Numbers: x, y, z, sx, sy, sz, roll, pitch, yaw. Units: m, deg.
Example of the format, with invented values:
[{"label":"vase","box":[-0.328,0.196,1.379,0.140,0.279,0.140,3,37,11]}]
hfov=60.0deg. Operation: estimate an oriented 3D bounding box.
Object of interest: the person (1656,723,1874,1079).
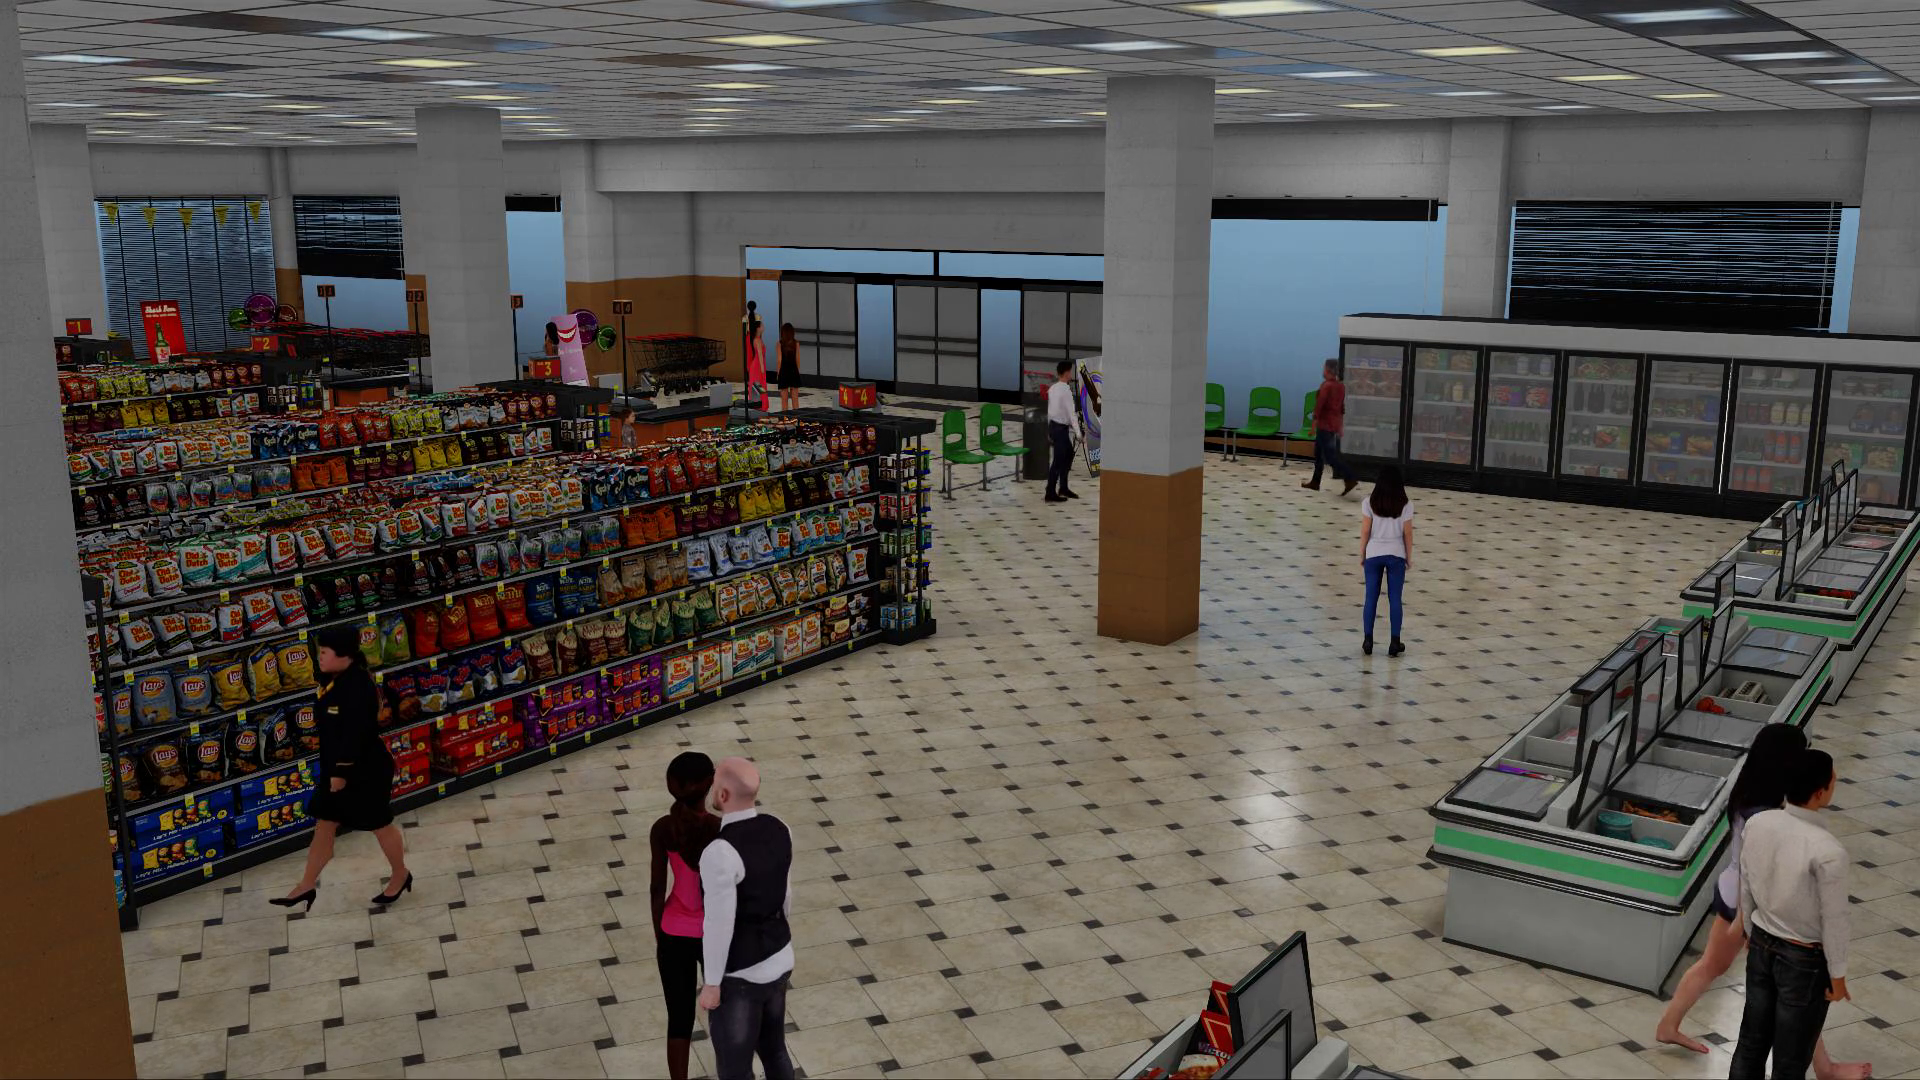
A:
[{"label":"person","box":[3.554,1.659,7.650,0.834,1.651,1.107,5,13,22]}]

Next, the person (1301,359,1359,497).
[{"label":"person","box":[4.975,-1.472,22.170,0.838,1.794,1.150,10,16,40]}]

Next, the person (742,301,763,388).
[{"label":"person","box":[-4.298,-4.076,34.540,0.636,1.793,0.741,-5,13,-23]}]

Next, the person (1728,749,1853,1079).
[{"label":"person","box":[3.436,1.734,6.906,0.760,1.811,0.744,-4,13,-20]}]

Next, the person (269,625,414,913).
[{"label":"person","box":[-3.331,1.298,9.388,1.070,1.641,0.825,-11,16,-42]}]

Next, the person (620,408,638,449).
[{"label":"person","box":[-4.429,-1.173,22.209,0.612,1.194,0.555,-2,12,-11]}]

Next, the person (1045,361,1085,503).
[{"label":"person","box":[1.214,-1.399,21.694,0.898,1.847,0.822,-4,12,-18]}]

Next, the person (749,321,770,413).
[{"label":"person","box":[-3.645,-3.102,30.077,0.747,1.727,0.714,-4,13,-19]}]

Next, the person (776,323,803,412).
[{"label":"person","box":[-2.907,-2.764,28.208,0.626,1.835,0.722,-5,13,-22]}]

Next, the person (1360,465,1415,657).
[{"label":"person","box":[3.727,0.183,14.577,0.654,1.685,0.607,4,13,19]}]

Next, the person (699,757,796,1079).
[{"label":"person","box":[-0.855,1.765,6.747,0.797,1.815,0.599,5,13,22]}]

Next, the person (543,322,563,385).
[{"label":"person","box":[-7.534,-3.217,30.819,0.784,1.645,0.643,1,12,7]}]

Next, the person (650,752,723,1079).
[{"label":"person","box":[-1.127,1.731,7.137,0.648,1.722,0.674,2,12,7]}]
